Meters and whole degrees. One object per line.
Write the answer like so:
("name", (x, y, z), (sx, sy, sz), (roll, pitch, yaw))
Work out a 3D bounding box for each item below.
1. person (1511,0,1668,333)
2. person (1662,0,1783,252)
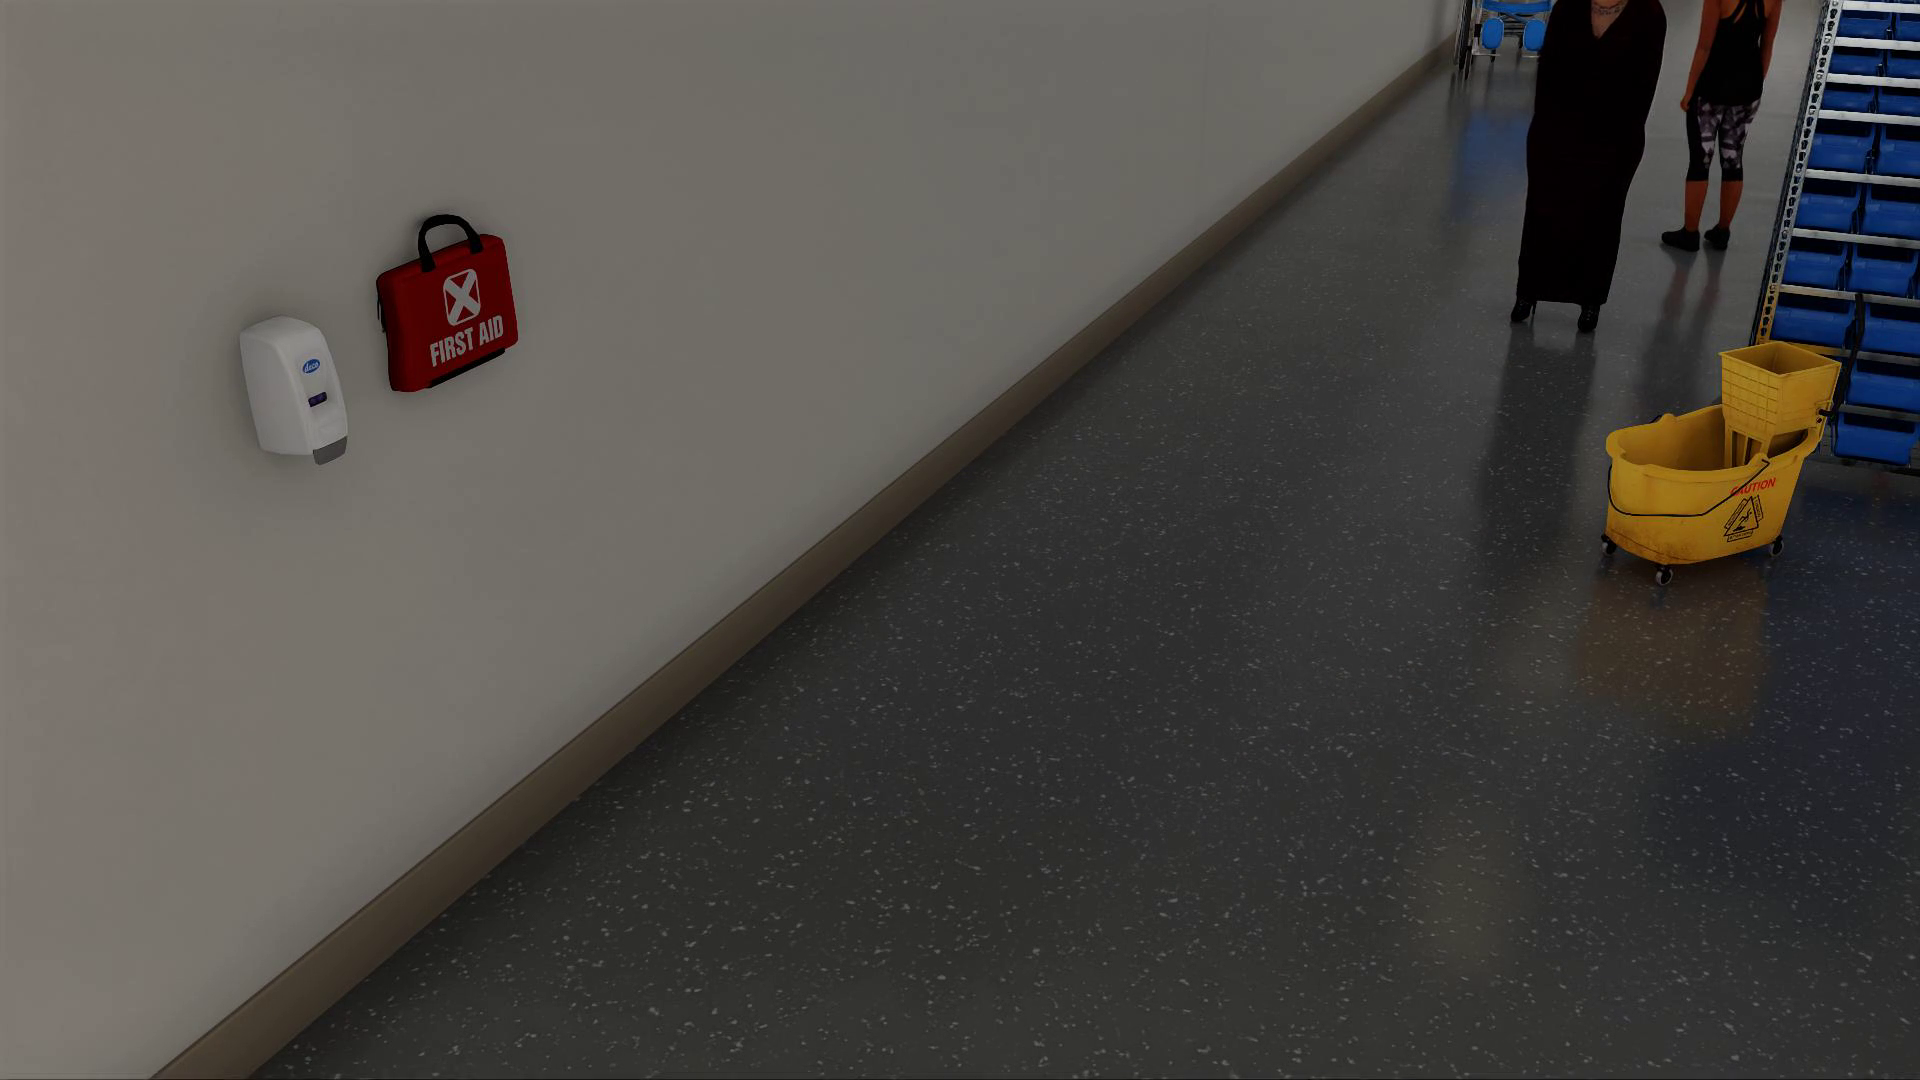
("person", (2.787, -1.810, 7.391), (0.557, 1.757, 0.734), (14, 29, 27))
("person", (3.958, -2.337, 8.589), (0.619, 1.666, 0.722), (-4, 26, -8))
